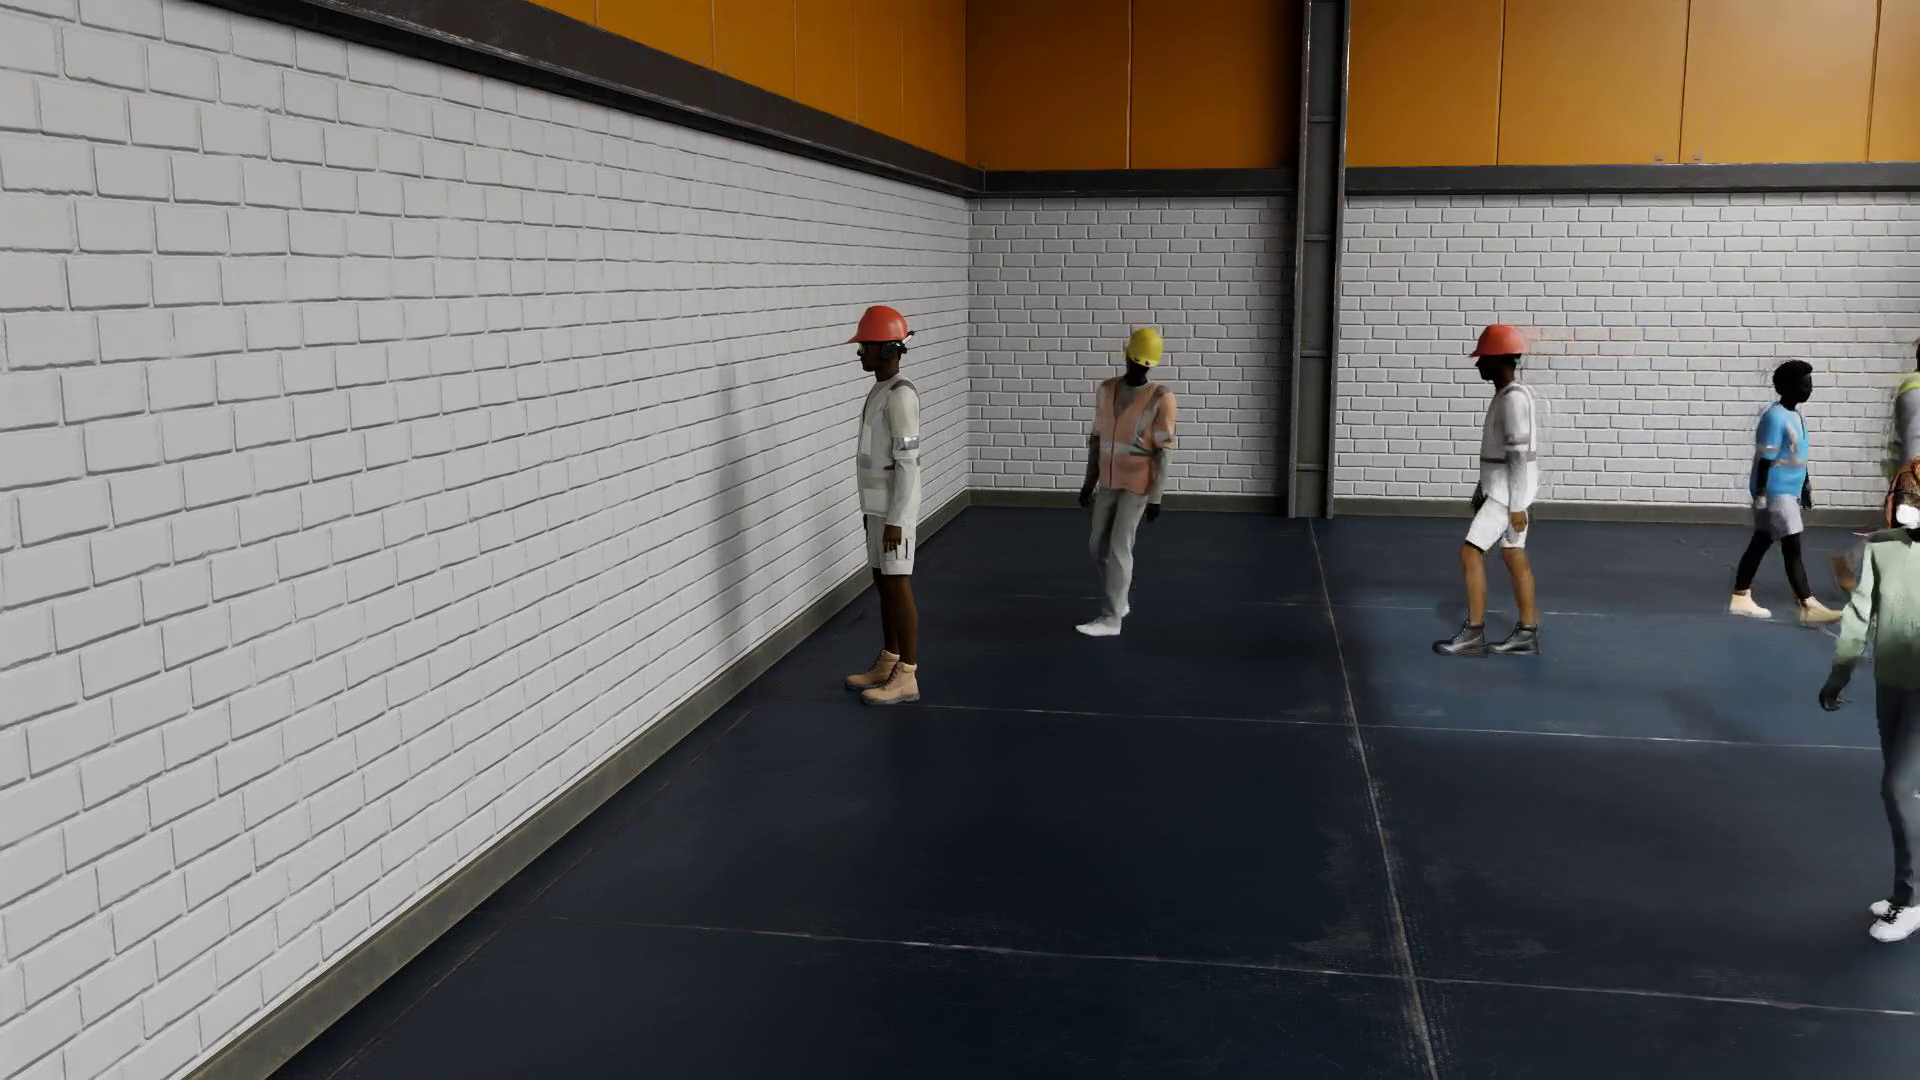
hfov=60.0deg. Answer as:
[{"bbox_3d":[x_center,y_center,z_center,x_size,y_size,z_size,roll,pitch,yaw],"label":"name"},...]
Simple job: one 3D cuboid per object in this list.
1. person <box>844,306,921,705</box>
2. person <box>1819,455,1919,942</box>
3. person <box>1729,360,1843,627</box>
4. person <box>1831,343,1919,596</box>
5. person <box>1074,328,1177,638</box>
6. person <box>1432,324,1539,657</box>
[{"bbox_3d":[-0.392,-0.177,8.577,0.372,2.044,0.608,-3,10,-16],"label":"person"},{"bbox_3d":[3.160,0.522,5.582,0.579,1.613,0.510,-2,9,-13],"label":"person"},{"bbox_3d":[5.255,-0.287,10.420,0.813,1.661,0.546,7,12,39],"label":"person"},{"bbox_3d":[6.222,-0.440,10.913,0.701,1.823,0.631,8,12,41],"label":"person"},{"bbox_3d":[0.964,-0.330,10.063,0.512,1.888,0.644,-8,12,-40],"label":"person"},{"bbox_3d":[3.032,-0.272,9.553,0.736,1.909,0.556,3,10,20],"label":"person"}]
